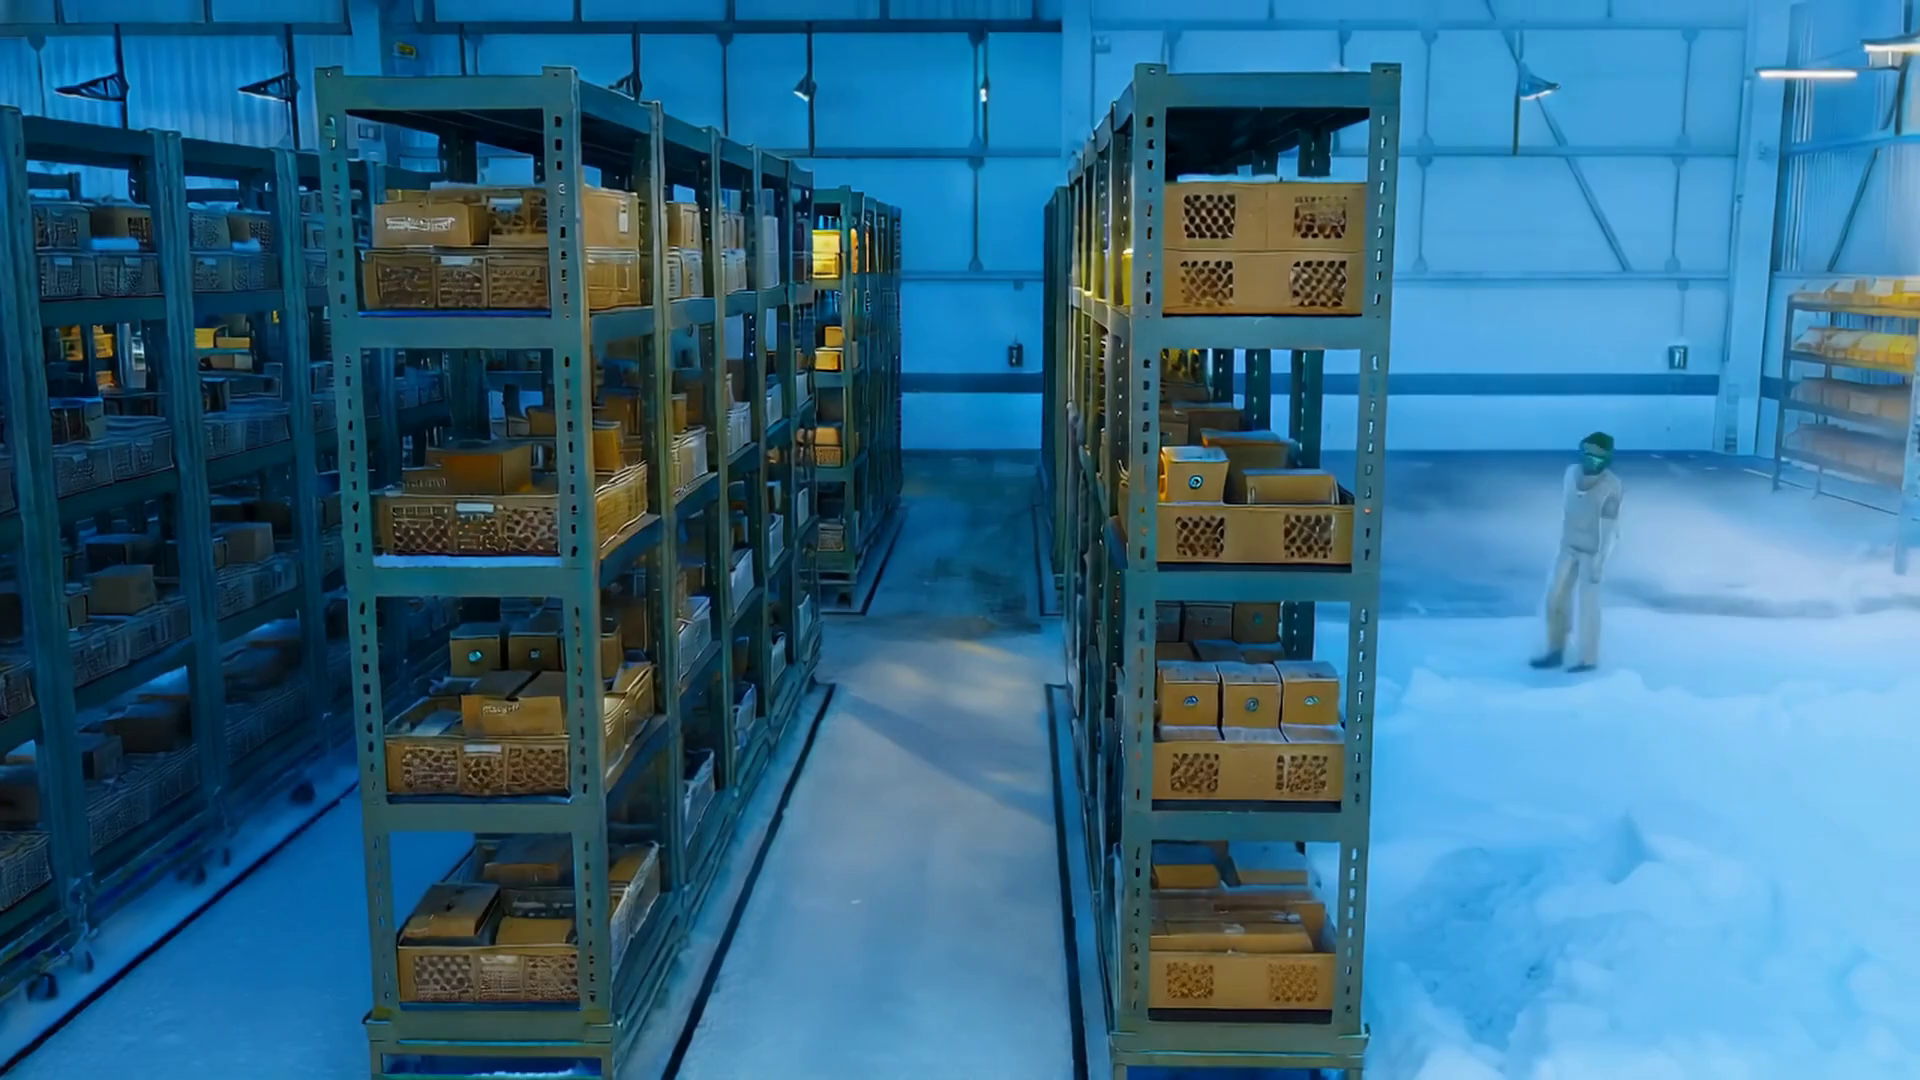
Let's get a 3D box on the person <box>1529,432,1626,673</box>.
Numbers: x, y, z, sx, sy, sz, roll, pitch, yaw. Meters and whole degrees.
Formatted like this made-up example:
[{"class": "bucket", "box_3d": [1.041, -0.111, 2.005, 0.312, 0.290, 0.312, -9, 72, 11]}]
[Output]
[{"class": "person", "box_3d": [4.484, 0.103, 11.982, 0.567, 1.792, 0.659, -4, 11, -24]}]
